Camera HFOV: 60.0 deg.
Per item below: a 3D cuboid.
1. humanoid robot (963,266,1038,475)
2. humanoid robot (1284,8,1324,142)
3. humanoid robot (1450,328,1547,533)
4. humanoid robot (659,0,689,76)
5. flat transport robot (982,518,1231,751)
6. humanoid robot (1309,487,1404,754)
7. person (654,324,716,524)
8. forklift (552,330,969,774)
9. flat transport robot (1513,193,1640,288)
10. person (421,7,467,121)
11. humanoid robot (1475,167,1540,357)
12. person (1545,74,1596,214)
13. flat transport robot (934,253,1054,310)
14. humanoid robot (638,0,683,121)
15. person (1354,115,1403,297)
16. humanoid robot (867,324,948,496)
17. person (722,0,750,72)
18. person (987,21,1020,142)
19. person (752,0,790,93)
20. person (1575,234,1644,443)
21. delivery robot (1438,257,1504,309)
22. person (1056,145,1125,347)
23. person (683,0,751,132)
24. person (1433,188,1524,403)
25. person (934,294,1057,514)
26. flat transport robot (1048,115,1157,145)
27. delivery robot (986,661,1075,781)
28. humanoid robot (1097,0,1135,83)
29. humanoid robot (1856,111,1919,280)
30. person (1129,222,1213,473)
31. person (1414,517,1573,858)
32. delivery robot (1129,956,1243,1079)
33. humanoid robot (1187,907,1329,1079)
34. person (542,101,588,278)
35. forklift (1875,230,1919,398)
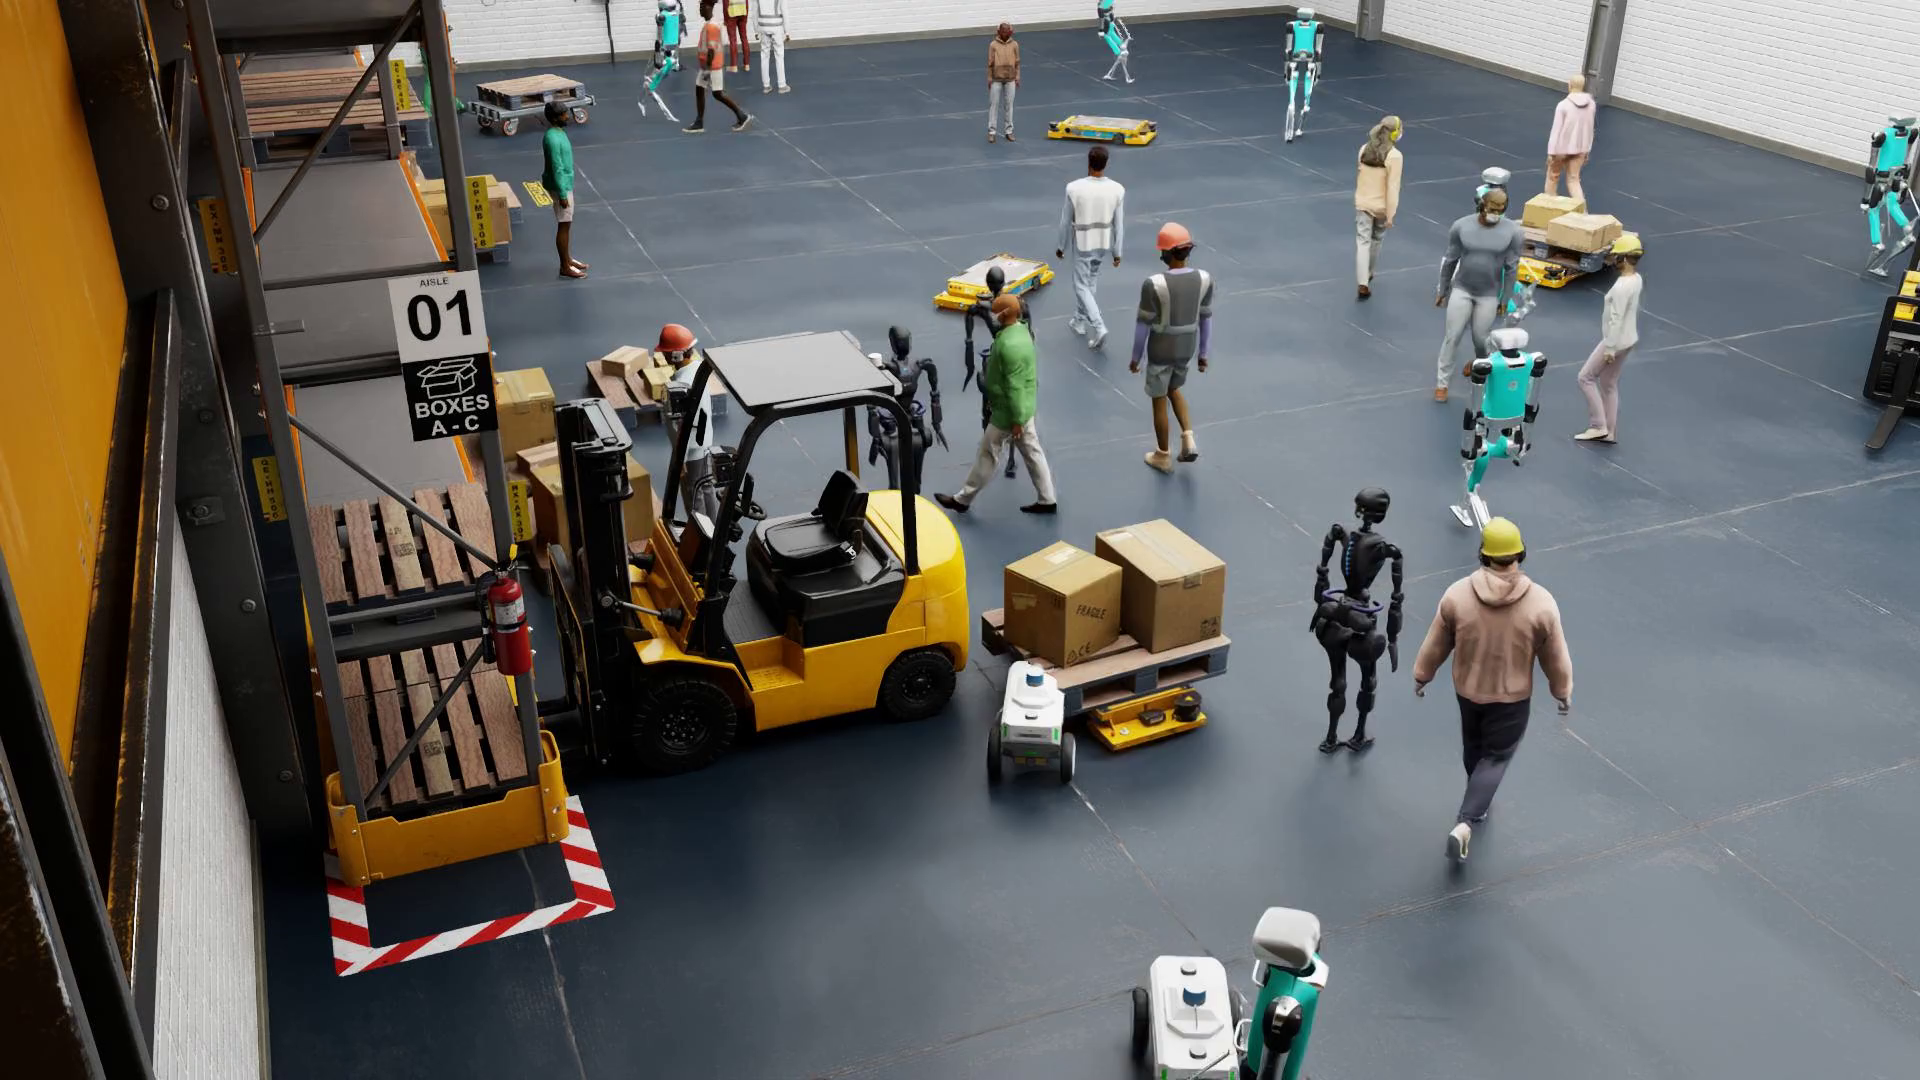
[{"bbox_3d":[0.321,-1.374,13.166,0.600,1.630,0.667,-3,27,-7],"label":"humanoid robot"},{"bbox_3d":[4.743,-6.403,23.197,0.547,1.876,0.818,6,27,13],"label":"humanoid robot"},{"bbox_3d":[3.733,-0.751,11.880,0.558,1.744,1.046,-5,27,-9],"label":"humanoid robot"},{"bbox_3d":[-4.785,-8.529,27.448,0.598,1.631,0.774,20,33,34],"label":"humanoid robot"},{"bbox_3d":[0.873,0.819,10.359,0.659,0.231,1.431,-13,29,-23],"label":"flat transport robot"},{"bbox_3d":[2.263,0.474,9.496,0.327,1.648,0.616,-22,34,-37],"label":"humanoid robot"},{"bbox_3d":[-1.924,-0.684,11.709,0.350,1.741,0.571,3,27,5],"label":"person"},{"bbox_3d":[-1.094,0.010,9.831,2.313,2.155,1.214,-10,28,-20],"label":"forklift"},{"bbox_3d":[6.511,-3.027,18.009,1.431,0.231,0.659,-23,35,-38],"label":"flat transport robot"},{"bbox_3d":[-7.606,-7.077,24.357,0.899,1.798,0.579,-13,29,-24],"label":"person"},{"bbox_3d":[5.070,-2.504,15.354,0.776,1.804,0.533,18,32,31],"label":"humanoid robot"},{"bbox_3d":[7.075,-4.489,19.259,0.550,1.752,0.808,-3,27,-6],"label":"person"},{"bbox_3d":[0.368,-2.668,17.295,0.659,0.231,1.431,15,30,26],"label":"flat transport robot"},{"bbox_3d":[-4.516,-7.055,24.412,0.970,1.763,0.561,14,30,25],"label":"humanoid robot"},{"bbox_3d":[4.269,-3.448,17.117,0.518,1.816,0.908,14,30,26],"label":"person"},{"bbox_3d":[-0.378,-0.782,12.006,0.593,1.638,0.630,-9,28,-17],"label":"humanoid robot"},{"bbox_3d":[-3.706,-8.663,27.551,0.470,1.768,0.375,-16,31,-29],"label":"person"},{"bbox_3d":[0.606,-6.382,23.143,0.461,1.646,0.327,-3,27,-6],"label":"person"},{"bbox_3d":[-2.948,-7.961,26.026,0.582,1.882,0.340,5,27,11],"label":"person"},{"bbox_3d":[5.301,-1.616,13.571,0.417,1.729,0.568,18,32,31],"label":"person"},{"bbox_3d":[5.220,-2.646,16.939,0.499,0.601,0.805,-8,28,-16],"label":"delivery robot"},{"bbox_3d":[1.251,-2.782,15.733,0.588,1.874,0.887,-10,28,-20],"label":"person"},{"bbox_3d":[-3.495,-6.746,23.571,0.920,1.914,0.612,-8,28,-16],"label":"person"},{"bbox_3d":[4.510,-2.176,14.499,0.652,1.907,0.744,11,29,21],"label":"person"},{"bbox_3d":[0.303,-0.990,12.329,0.953,1.733,0.577,4,27,8],"label":"person"},{"bbox_3d":[2.018,-5.799,23.521,1.431,0.231,0.659,9,28,18],"label":"flat transport robot"},{"bbox_3d":[0.415,1.021,9.629,0.524,0.586,0.754,3,27,5],"label":"delivery robot"},{"bbox_3d":[2.570,-8.214,26.802,0.803,1.876,0.545,11,29,21],"label":"humanoid robot"},{"bbox_3d":[9.783,-3.490,17.395,0.545,1.881,0.732,-8,28,-16],"label":"humanoid robot"},{"bbox_3d":[1.641,-1.478,12.981,0.598,2.018,0.463,-13,29,-24],"label":"person"},{"bbox_3d":[2.766,0.775,8.704,0.798,1.828,0.803,15,31,28],"label":"person"},{"bbox_3d":[1.017,2.187,7.338,0.499,0.611,0.815,1,27,2],"label":"delivery robot"},{"bbox_3d":[0.948,2.107,6.203,0.693,1.824,0.530,9,28,17],"label":"humanoid robot"},{"bbox_3d":[-4.224,-3.714,17.615,0.384,1.848,0.507,-3,27,-7],"label":"person"},{"bbox_3d":[9.029,-2.397,14.618,1.214,2.155,2.313,18,32,32],"label":"forklift"}]
